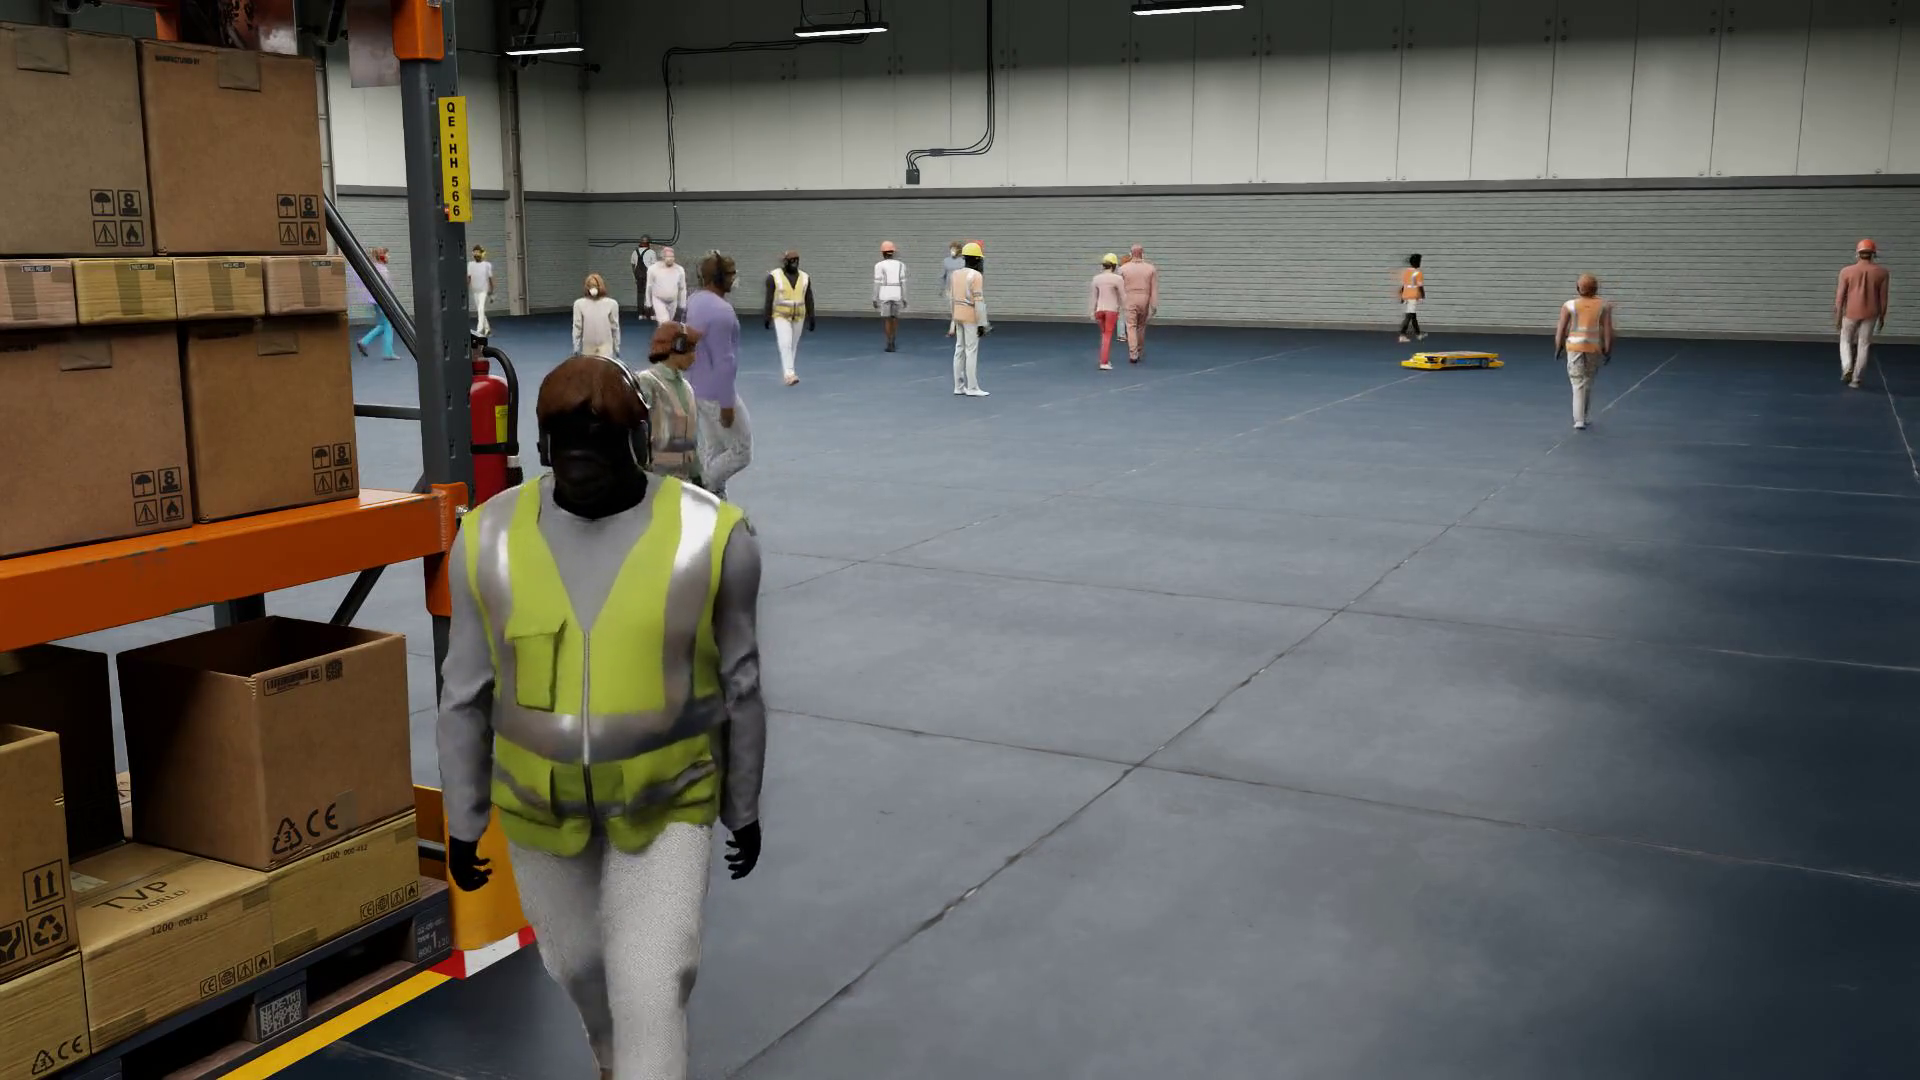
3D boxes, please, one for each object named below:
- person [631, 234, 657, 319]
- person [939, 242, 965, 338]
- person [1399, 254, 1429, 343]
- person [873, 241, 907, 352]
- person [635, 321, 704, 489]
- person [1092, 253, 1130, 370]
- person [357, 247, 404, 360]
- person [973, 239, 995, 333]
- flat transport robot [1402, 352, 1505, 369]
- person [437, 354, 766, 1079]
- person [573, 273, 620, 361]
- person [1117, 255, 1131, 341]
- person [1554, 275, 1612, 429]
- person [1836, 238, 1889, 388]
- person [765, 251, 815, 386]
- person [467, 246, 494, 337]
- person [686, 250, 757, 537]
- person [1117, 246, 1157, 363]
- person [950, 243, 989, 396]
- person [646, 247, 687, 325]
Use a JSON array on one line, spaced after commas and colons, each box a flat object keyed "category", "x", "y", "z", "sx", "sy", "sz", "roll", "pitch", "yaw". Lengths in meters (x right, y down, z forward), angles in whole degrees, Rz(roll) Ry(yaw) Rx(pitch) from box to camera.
[{"category": "person", "x": -7.547, "y": -6.339, "z": 40.113, "sx": 0.681, "sy": 2.000, "sz": 0.536, "roll": 5, "pitch": 11, "yaw": 25}, {"category": "person", "x": -0.063, "y": -4.964, "z": 33.015, "sx": 0.635, "sy": 1.909, "sz": 0.970, "roll": 5, "pitch": 12, "yaw": 27}, {"category": "person", "x": 8.640, "y": -4.560, "z": 31.445, "sx": 0.842, "sy": 1.657, "sz": 0.550, "roll": -4, "pitch": 11, "yaw": -19}, {"category": "person", "x": -1.253, "y": -4.238, "z": 28.993, "sx": 0.591, "sy": 1.912, "sz": 0.678, "roll": -5, "pitch": 12, "yaw": -27}, {"category": "person", "x": -1.434, "y": -0.239, "z": 8.032, "sx": 0.324, "sy": 1.612, "sz": 0.608, "roll": 4, "pitch": 11, "yaw": 20}, {"category": "person", "x": 2.293, "y": -3.446, "z": 25.166, "sx": 0.546, "sy": 1.743, "sz": 0.703, "roll": 9, "pitch": 14, "yaw": 41}, {"category": "person", "x": -9.404, "y": -3.810, "z": 26.891, "sx": 0.608, "sy": 1.829, "sz": 0.559, "roll": -7, "pitch": 13, "yaw": -34}, {"category": "person", "x": 0.320, "y": -5.229, "z": 34.339, "sx": 1.013, "sy": 1.925, "sz": 0.653, "roll": 8, "pitch": 13, "yaw": 36}, {"category": "flat transport robot", "x": 7.538, "y": -2.753, "z": 25.387, "sx": 1.431, "sy": 0.197, "sz": 0.652, "roll": -5, "pitch": 11, "yaw": -23}, {"category": "person", "x": -0.715, "y": 0.513, "z": 3.407, "sx": 0.639, "sy": 1.810, "sz": 0.921, "roll": 0, "pitch": 10, "yaw": 0}, {"category": "person", "x": -4.047, "y": -2.170, "z": 18.559, "sx": 0.506, "sy": 1.610, "sz": 0.686, "roll": -1, "pitch": 10, "yaw": -7}, {"category": "person", "x": 3.179, "y": -4.657, "z": 32.047, "sx": 0.276, "sy": 1.633, "sz": 0.507, "roll": -1, "pitch": 10, "yaw": -7}, {"category": "person", "x": 6.566, "y": -1.990, "z": 17.588, "sx": 0.543, "sy": 1.588, "sz": 0.845, "roll": 1, "pitch": 10, "yaw": 7}, {"category": "person", "x": 11.978, "y": -3.007, "z": 22.108, "sx": 0.624, "sy": 1.979, "sz": 0.456, "roll": 4, "pitch": 11, "yaw": 22}, {"category": "person", "x": -2.242, "y": -2.968, "z": 22.364, "sx": 0.654, "sy": 1.801, "sz": 0.904, "roll": -6, "pitch": 12, "yaw": -28}, {"category": "person", "x": -9.452, "y": -4.875, "z": 32.753, "sx": 0.519, "sy": 1.829, "sz": 0.989, "roll": 2, "pitch": 11, "yaw": 12}, {"category": "person", "x": -1.626, "y": -0.932, "z": 10.937, "sx": 0.505, "sy": 1.926, "sz": 0.649, "roll": -5, "pitch": 12, "yaw": -26}, {"category": "person", "x": 2.801, "y": -3.774, "z": 26.634, "sx": 0.663, "sy": 1.857, "sz": 0.990, "roll": -1, "pitch": 10, "yaw": -4}, {"category": "person", "x": 0.113, "y": -2.775, "z": 20.997, "sx": 0.383, "sy": 1.924, "sz": 0.589, "roll": -8, "pitch": 13, "yaw": -36}, {"category": "person", "x": -4.908, "y": -3.946, "z": 27.677, "sx": 0.647, "sy": 1.832, "sz": 1.044, "roll": -7, "pitch": 12, "yaw": -32}]
